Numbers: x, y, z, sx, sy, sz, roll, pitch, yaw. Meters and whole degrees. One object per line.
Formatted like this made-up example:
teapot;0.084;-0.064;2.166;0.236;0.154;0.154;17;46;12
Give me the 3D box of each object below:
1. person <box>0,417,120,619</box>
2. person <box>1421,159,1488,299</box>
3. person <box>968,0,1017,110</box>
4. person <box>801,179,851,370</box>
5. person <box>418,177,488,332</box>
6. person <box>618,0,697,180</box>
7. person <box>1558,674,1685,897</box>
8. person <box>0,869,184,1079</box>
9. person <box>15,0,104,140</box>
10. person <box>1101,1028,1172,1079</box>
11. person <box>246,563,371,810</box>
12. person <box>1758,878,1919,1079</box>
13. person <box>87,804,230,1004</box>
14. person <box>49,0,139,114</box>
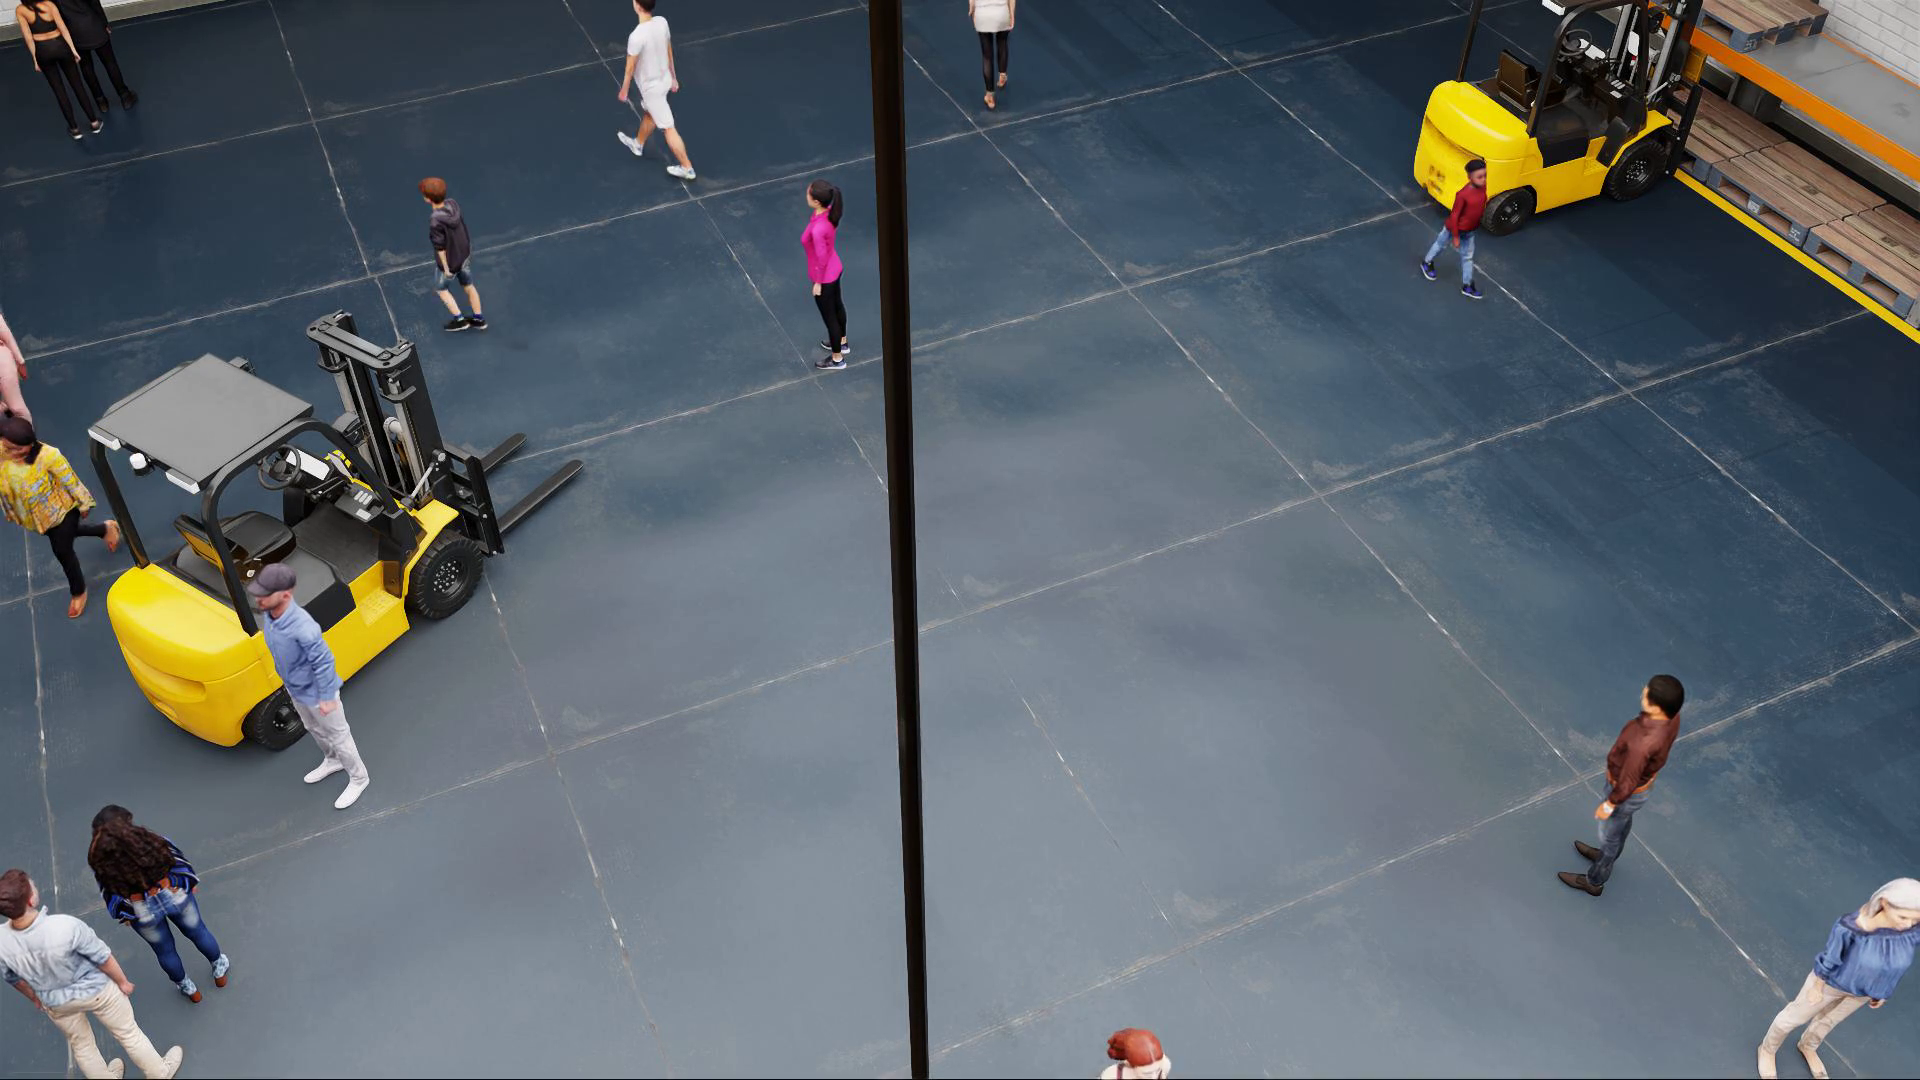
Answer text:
person;-6.192;-0.268;11.408;1.036;1.623;1.147;9;44;9
person;4.247;-2.718;14.262;0.510;1.234;0.891;-20;47;-20
person;0.327;-5.096;16.344;0.789;1.804;0.954;-3;44;-3
person;-1.062;-2.129;13.314;0.748;1.698;0.664;7;44;7
person;-4.134;-2.326;13.705;0.706;1.435;0.649;16;46;16
person;-2.747;-4.163;15.364;1.262;1.805;1.152;18;46;18
person;3.843;1.407;9.537;0.691;1.778;0.718;28;50;26
person;-4.541;2.312;8.537;0.700;1.847;0.620;-8;44;-8
person;-8.730;-4.673;16.019;0.581;1.641;0.514;-21;47;-21
person;0.755;2.828;8.067;0.591;1.760;1.067;-17;46;-17
person;-3.928;0.855;10.039;0.667;1.886;0.797;29;51;27
person;4.616;2.290;8.673;0.687;1.703;0.682;-3;44;-3
person;-4.363;1.976;9.057;0.649;1.617;0.610;-27;50;-26
person;-8.591;-5.040;16.304;0.674;1.778;0.677;-8;44;-9
